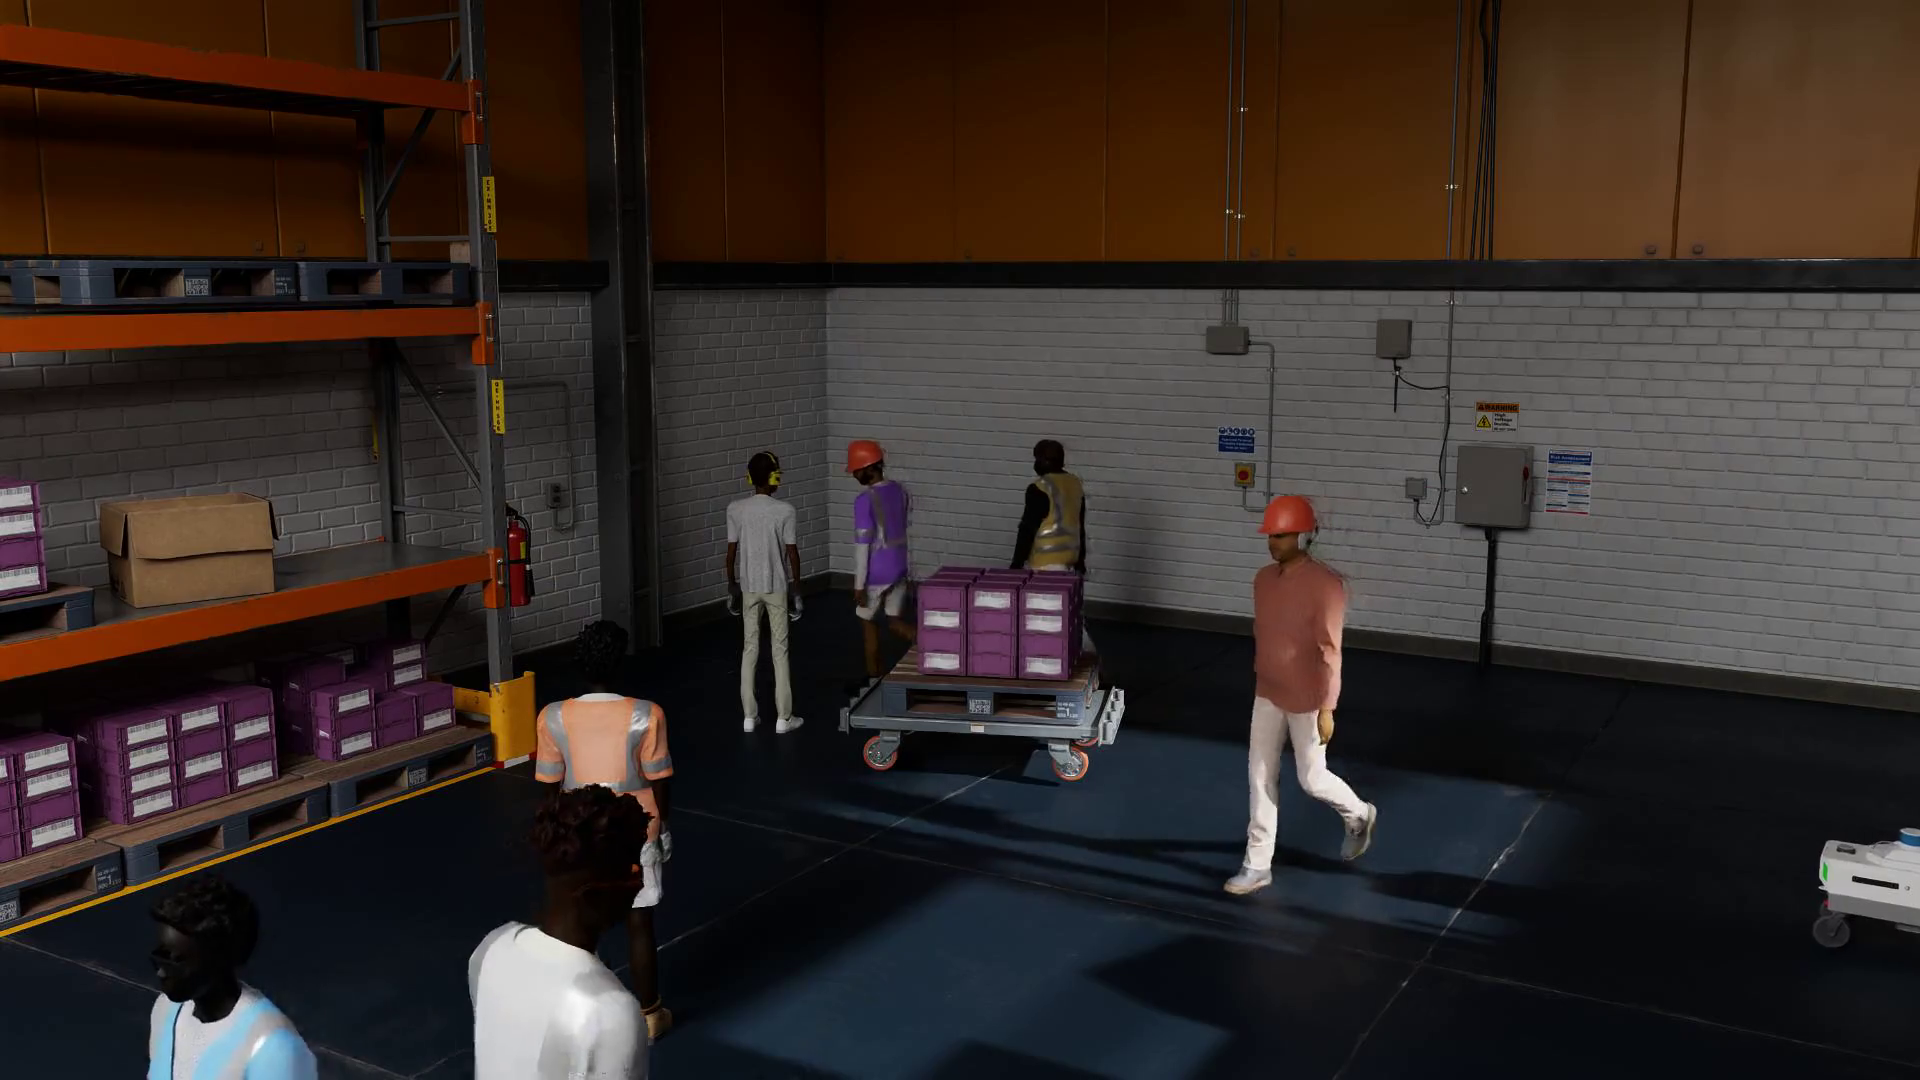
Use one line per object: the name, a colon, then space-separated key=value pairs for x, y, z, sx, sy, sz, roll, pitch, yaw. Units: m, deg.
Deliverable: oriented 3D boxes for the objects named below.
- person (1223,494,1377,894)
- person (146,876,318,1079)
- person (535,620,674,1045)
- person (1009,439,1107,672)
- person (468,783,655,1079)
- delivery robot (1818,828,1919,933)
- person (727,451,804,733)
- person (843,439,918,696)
person: x=1.699 y=0.743 z=8.214 sx=0.846 sy=1.973 sz=0.615 roll=-6 pitch=11 yaw=-34
person: x=-1.728 y=1.592 z=3.810 sx=0.541 sy=1.676 sz=0.667 roll=8 pitch=12 yaw=42
person: x=-1.374 y=1.152 z=6.502 sx=0.533 sy=1.697 sz=0.319 roll=0 pitch=9 yaw=-1
person: x=0.744 y=0.146 z=12.484 sx=0.920 sy=1.805 sz=0.624 roll=5 pitch=11 yaw=30
person: x=-0.853 y=1.482 z=3.669 sx=0.621 sy=1.944 sz=0.429 roll=8 pitch=12 yaw=41
delivery robot: x=4.228 y=1.529 z=7.410 sx=0.707 sy=0.478 sz=0.477 roll=6 pitch=11 yaw=32
person: x=-1.289 y=0.349 z=10.993 sx=0.526 sy=1.865 sz=0.315 roll=2 pitch=9 yaw=12
person: x=-0.486 y=0.229 z=11.705 sx=0.788 sy=1.888 sz=0.582 roll=6 pitch=11 yaw=31
